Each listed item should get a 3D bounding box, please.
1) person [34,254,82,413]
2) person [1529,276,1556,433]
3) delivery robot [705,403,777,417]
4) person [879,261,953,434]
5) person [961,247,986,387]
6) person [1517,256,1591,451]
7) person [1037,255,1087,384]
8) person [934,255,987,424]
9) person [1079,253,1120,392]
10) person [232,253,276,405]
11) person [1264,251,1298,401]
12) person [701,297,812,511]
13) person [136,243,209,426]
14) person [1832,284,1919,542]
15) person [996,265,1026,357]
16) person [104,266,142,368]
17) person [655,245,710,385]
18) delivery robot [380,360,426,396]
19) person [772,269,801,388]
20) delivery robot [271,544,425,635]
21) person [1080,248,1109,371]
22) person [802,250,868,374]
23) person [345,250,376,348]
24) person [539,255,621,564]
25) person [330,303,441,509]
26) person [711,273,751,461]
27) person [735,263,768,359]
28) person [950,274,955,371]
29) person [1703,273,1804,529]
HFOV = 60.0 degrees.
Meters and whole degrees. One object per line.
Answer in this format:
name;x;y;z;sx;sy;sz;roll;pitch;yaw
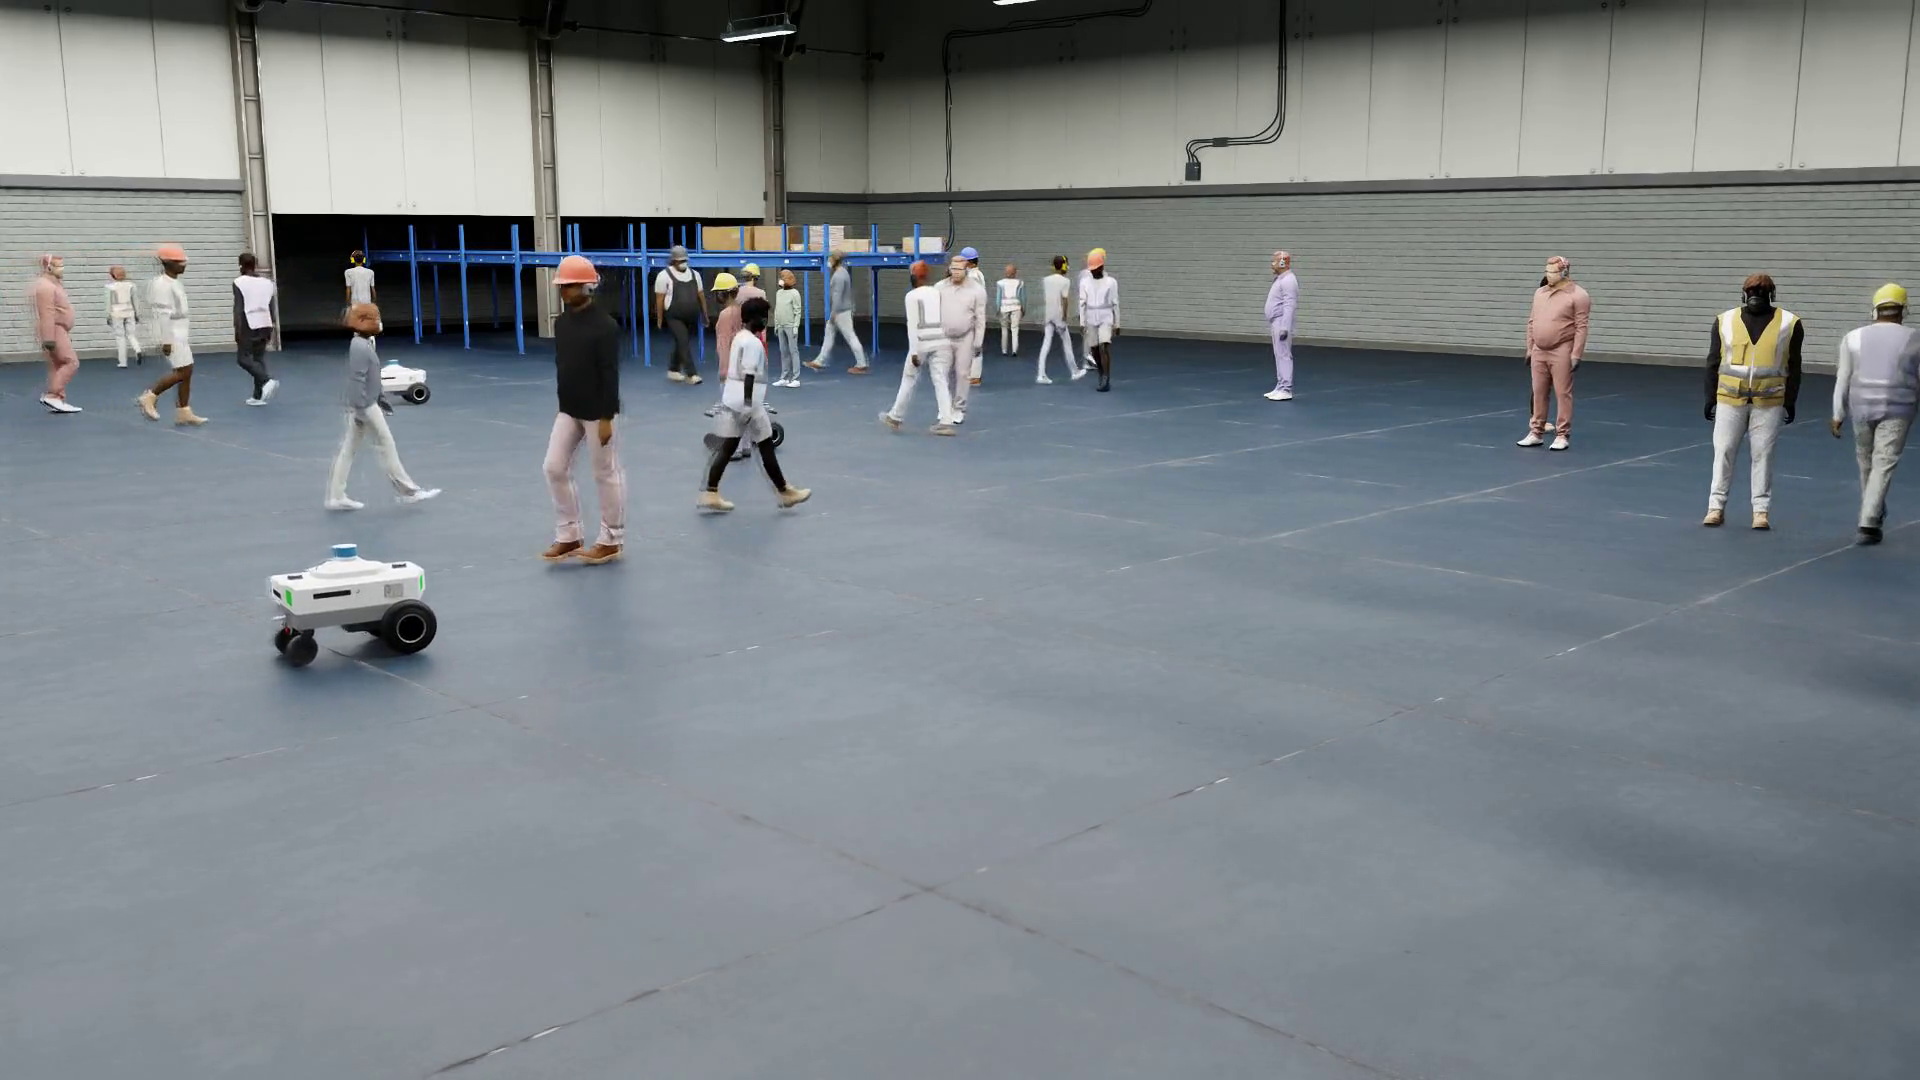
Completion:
person;-10.733;-2.450;19.817;0.424;1.892;0.645;-5;11;-24
person;6.354;-2.027;18.018;0.316;1.695;0.541;3;11;16
delivery robot;-2.198;-1.369;16.702;0.698;0.223;0.335;-5;12;-26
person;-0.433;-2.069;17.879;0.987;1.825;0.572;10;15;44
person;0.173;-3.134;23.393;0.395;1.941;0.601;1;10;6
person;5.884;-1.853;16.517;0.406;1.902;0.636;-7;13;-34
person;1.423;-3.177;23.954;0.521;1.819;0.955;9;14;40
person;-0.033;-2.248;18.711;0.657;1.883;0.440;2;11;10
person;1.951;-3.026;23.002;0.550;1.885;0.833;4;11;22
person;-8.754;-2.621;20.721;0.551;1.889;0.637;5;11;24
person;4.126;-2.761;21.451;0.402;1.906;0.652;0;10;3
person;-1.609;-1.041;12.779;0.874;1.629;0.576;-5;11;-23
person;-8.786;-2.269;18.462;0.601;2.029;0.615;-2;11;-12
person;6.515;-0.902;11.690;0.623;1.766;0.975;9;14;42
person;0.898;-4.037;29.257;0.531;1.599;0.855;0;10;-2
person;-13.362;-3.563;26.566;0.456;1.624;0.533;8;13;36
person;-4.000;-3.247;23.851;0.702;2.000;0.996;-10;14;-44
delivery robot;-7.144;-2.034;21.035;0.707;0.478;0.477;-6;12;-30
person;-2.425;-2.964;23.307;0.500;1.632;0.280;10;14;43
delivery robot;-3.126;0.264;8.505;0.707;0.478;0.477;-7;13;-33
person;2.119;-3.620;26.131;0.422;1.913;0.603;-10;14;-44
person;-1.893;-3.475;25.431;1.022;1.875;0.640;-1;10;-3
person;-10.094;-3.941;28.020;0.514;1.865;0.313;-8;13;-38
person;-2.463;-0.810;10.605;0.646;1.975;0.672;8;13;36
person;-4.513;-1.031;12.863;0.843;1.587;0.515;-4;11;-22
person;-2.184;-1.642;15.759;0.335;1.757;0.517;1;10;7
person;-2.722;-2.731;21.718;0.533;1.748;0.368;5;11;25
person;-0.086;-3.391;25.543;0.544;1.668;0.752;4;11;22
person;5.733;-1.008;12.070;0.634;1.842;0.429;5;12;27
